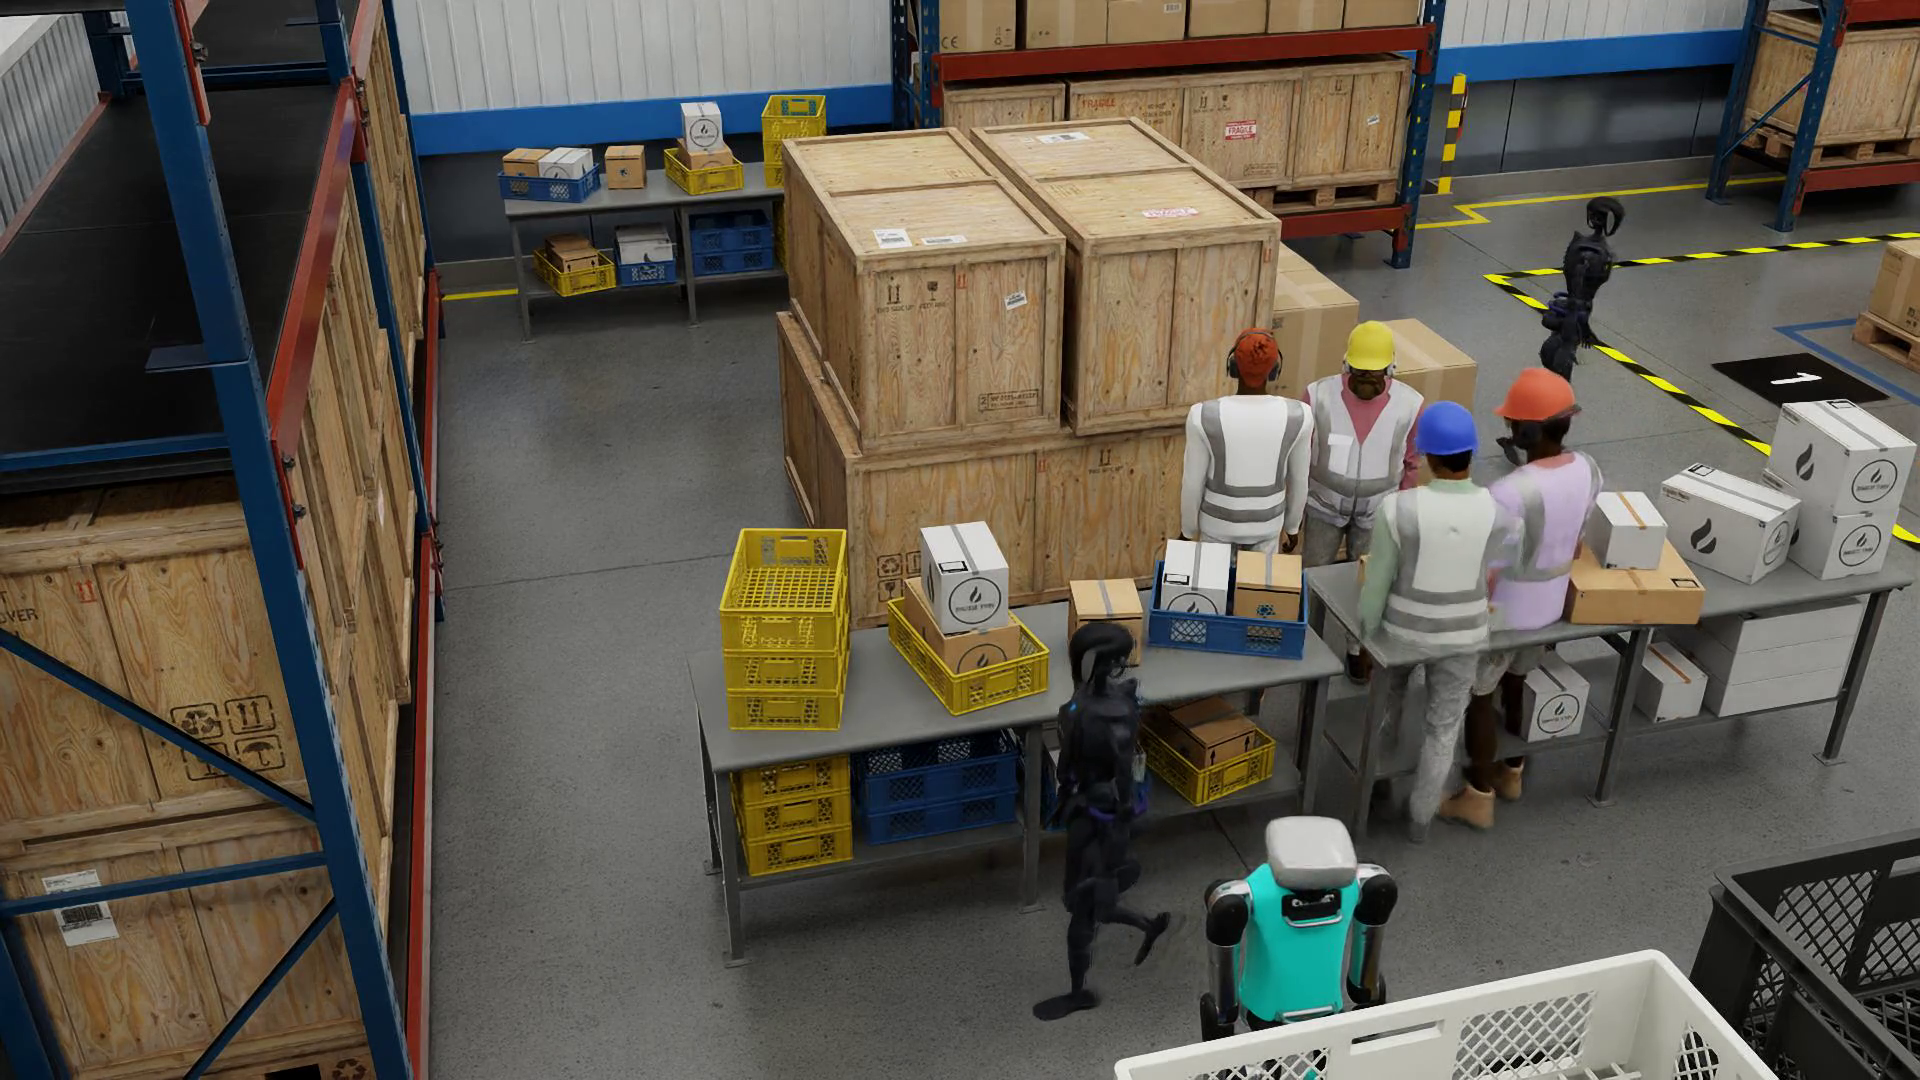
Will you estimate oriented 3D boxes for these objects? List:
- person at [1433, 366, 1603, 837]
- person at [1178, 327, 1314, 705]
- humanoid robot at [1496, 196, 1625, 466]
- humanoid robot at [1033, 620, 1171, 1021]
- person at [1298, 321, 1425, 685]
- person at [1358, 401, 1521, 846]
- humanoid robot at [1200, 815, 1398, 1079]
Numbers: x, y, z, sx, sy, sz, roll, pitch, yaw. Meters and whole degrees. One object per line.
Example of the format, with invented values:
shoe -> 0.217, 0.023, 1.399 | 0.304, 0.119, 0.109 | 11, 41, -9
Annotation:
person -> 2.288, 0.262, 6.823 | 0.642, 2.019, 0.482 | -19, 34, -30
person -> 1.277, -0.071, 7.574 | 0.573, 1.882, 0.356 | -1, 29, -2
humanoid robot -> 3.583, -1.259, 9.949 | 0.471, 1.646, 0.605 | 15, 32, 25
humanoid robot -> 0.544, 1.003, 5.852 | 0.560, 1.642, 0.598 | -8, 30, -14
person -> 1.825, -0.162, 7.788 | 0.589, 1.833, 0.404 | 4, 29, 7
person -> 1.935, 0.313, 6.829 | 0.654, 1.923, 0.685 | 3, 29, 5
humanoid robot -> 0.969, 1.603, 4.579 | 0.533, 1.695, 0.728 | -5, 29, -9
